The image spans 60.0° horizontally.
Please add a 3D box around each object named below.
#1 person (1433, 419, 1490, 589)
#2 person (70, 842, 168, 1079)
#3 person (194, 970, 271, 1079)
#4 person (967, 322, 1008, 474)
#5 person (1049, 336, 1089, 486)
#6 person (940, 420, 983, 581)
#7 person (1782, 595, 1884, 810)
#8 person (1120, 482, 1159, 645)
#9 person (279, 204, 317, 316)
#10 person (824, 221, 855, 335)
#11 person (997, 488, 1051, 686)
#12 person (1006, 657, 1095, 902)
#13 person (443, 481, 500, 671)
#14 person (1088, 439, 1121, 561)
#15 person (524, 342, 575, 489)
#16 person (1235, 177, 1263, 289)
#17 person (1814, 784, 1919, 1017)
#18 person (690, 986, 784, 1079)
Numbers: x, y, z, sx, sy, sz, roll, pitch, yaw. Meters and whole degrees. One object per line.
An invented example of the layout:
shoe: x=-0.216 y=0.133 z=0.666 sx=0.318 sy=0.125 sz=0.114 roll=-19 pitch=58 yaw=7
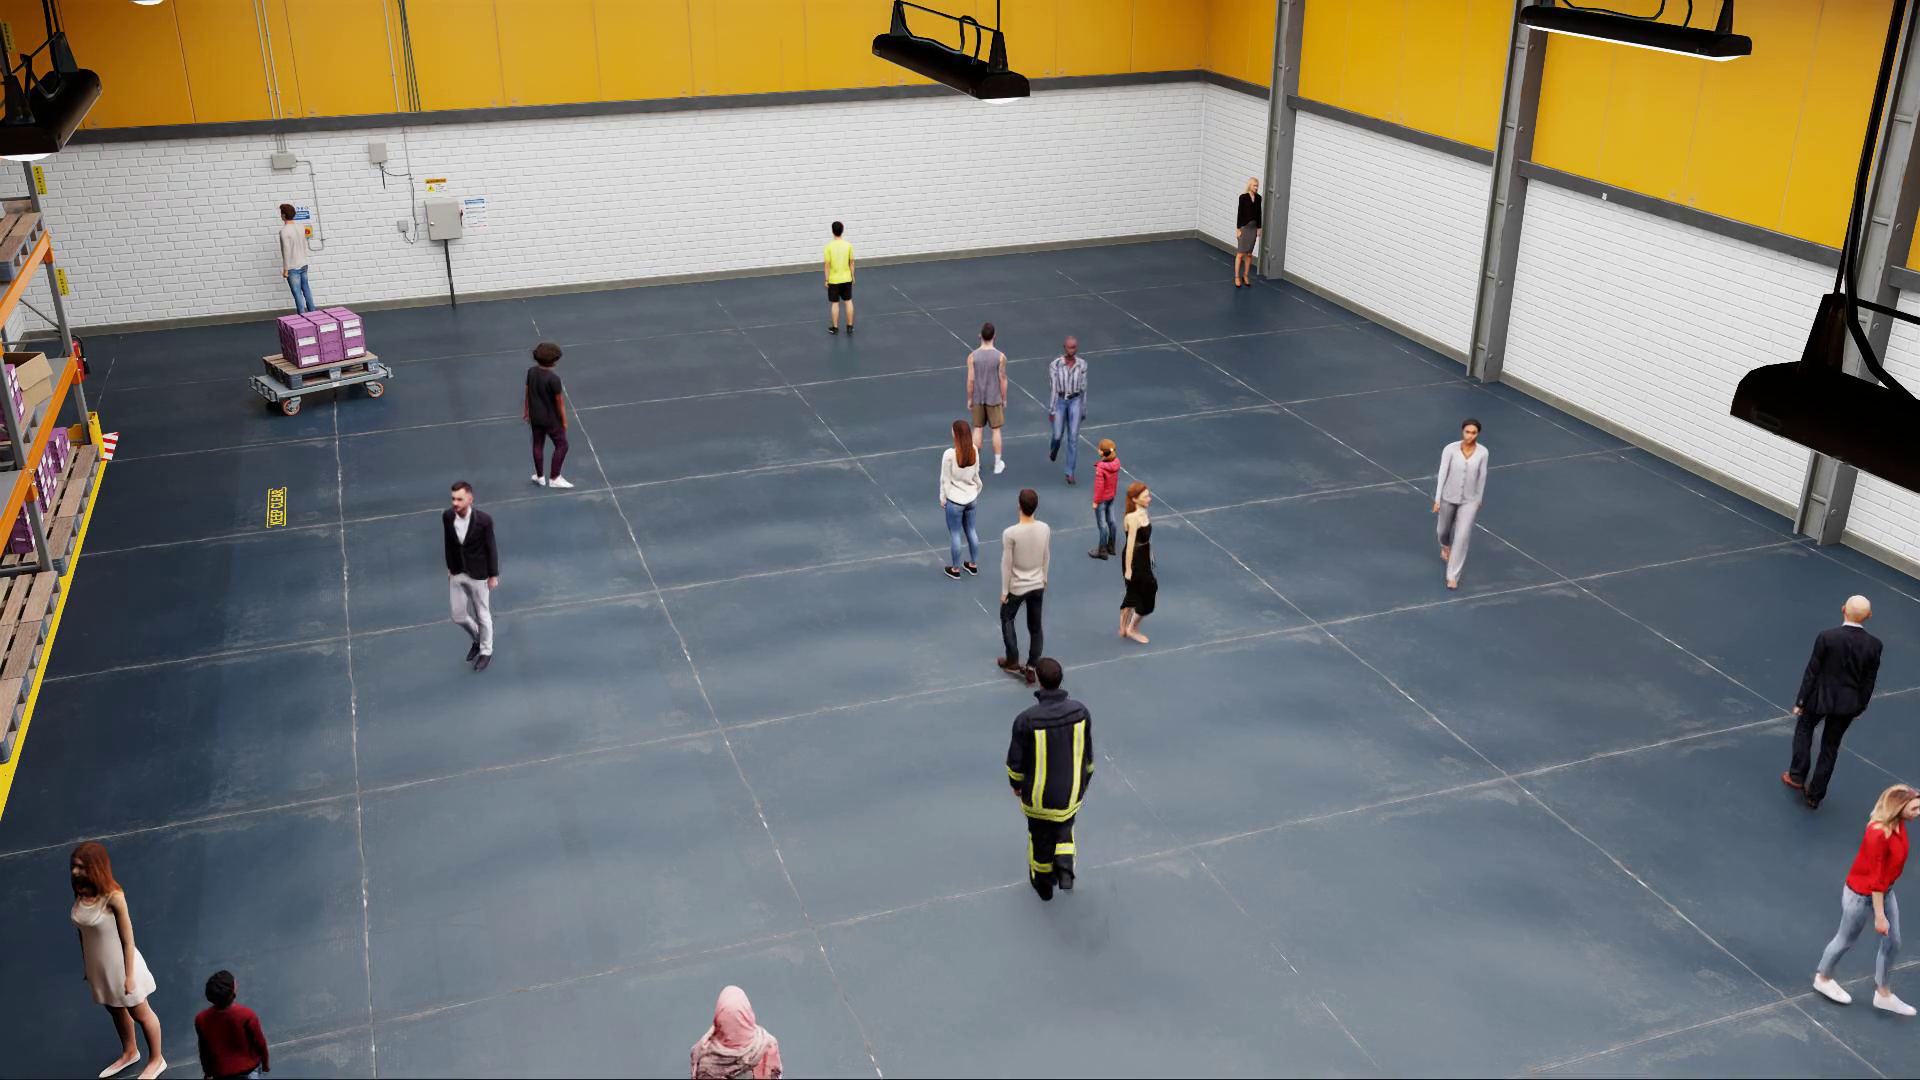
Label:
person: x=5.125 y=-0.442 z=17.108 sx=1.047 sy=1.710 sz=1.185 roll=7 pitch=24 yaw=15
person: x=-5.185 y=2.581 z=10.191 sx=0.646 sy=1.711 sz=0.702 roll=10 pitch=25 yaw=21
person: x=-4.221 y=3.074 z=9.641 sx=0.559 sy=1.249 sz=0.606 roll=-5 pitch=24 yaw=-11
person: x=0.317 y=-1.696 z=19.832 sx=0.705 sy=1.842 sz=0.700 roll=2 pitch=24 yaw=4
person: x=1.227 y=-1.561 z=19.592 sx=0.738 sy=1.771 sz=0.947 roll=-4 pitch=24 yaw=-9
person: x=0.016 y=-0.421 z=17.083 sx=0.668 sy=1.692 sz=0.642 roll=-16 pitch=28 yaw=-32
person: x=6.840 y=1.311 z=13.010 sx=0.868 sy=1.782 sz=0.914 roll=6 pitch=24 yaw=13
person: x=1.584 y=0.208 z=15.741 sx=0.794 sy=1.616 sz=0.730 roll=9 pitch=25 yaw=20
person: x=-10.161 y=-4.202 z=25.467 sx=0.815 sy=1.905 sz=0.727 roll=7 pitch=25 yaw=16
person: x=-1.818 y=-3.979 z=25.204 sx=0.623 sy=1.708 sz=0.542 roll=-7 pitch=25 yaw=-15
person: x=0.619 y=0.460 z=14.869 sx=0.687 sy=1.851 sz=0.721 roll=-10 pitch=26 yaw=-22
person: x=0.685 y=1.754 z=11.834 sx=0.814 sy=1.911 sz=0.738 roll=-6 pitch=24 yaw=-14
person: x=-4.445 y=0.281 z=15.296 sx=0.795 sy=1.838 sz=0.818 roll=5 pitch=24 yaw=12
person: x=1.544 y=-0.443 z=17.603 sx=0.621 sy=1.317 sz=0.595 roll=19 pitch=30 yaw=37
person: x=-4.858 y=-1.462 z=19.378 sx=0.826 sy=1.761 sz=0.878 roll=5 pitch=24 yaw=11
person: x=4.765 y=-5.106 z=27.620 sx=0.619 sy=1.838 sz=0.544 roll=-9 pitch=25 yaw=-20
person: x=5.865 y=2.302 z=10.861 sx=0.792 sy=1.688 sz=0.927 roll=-18 pitch=30 yaw=-36
person: x=-1.125 y=3.159 z=8.761 sx=0.674 sy=1.797 sz=0.658 roll=-6 pitch=24 yaw=-12
